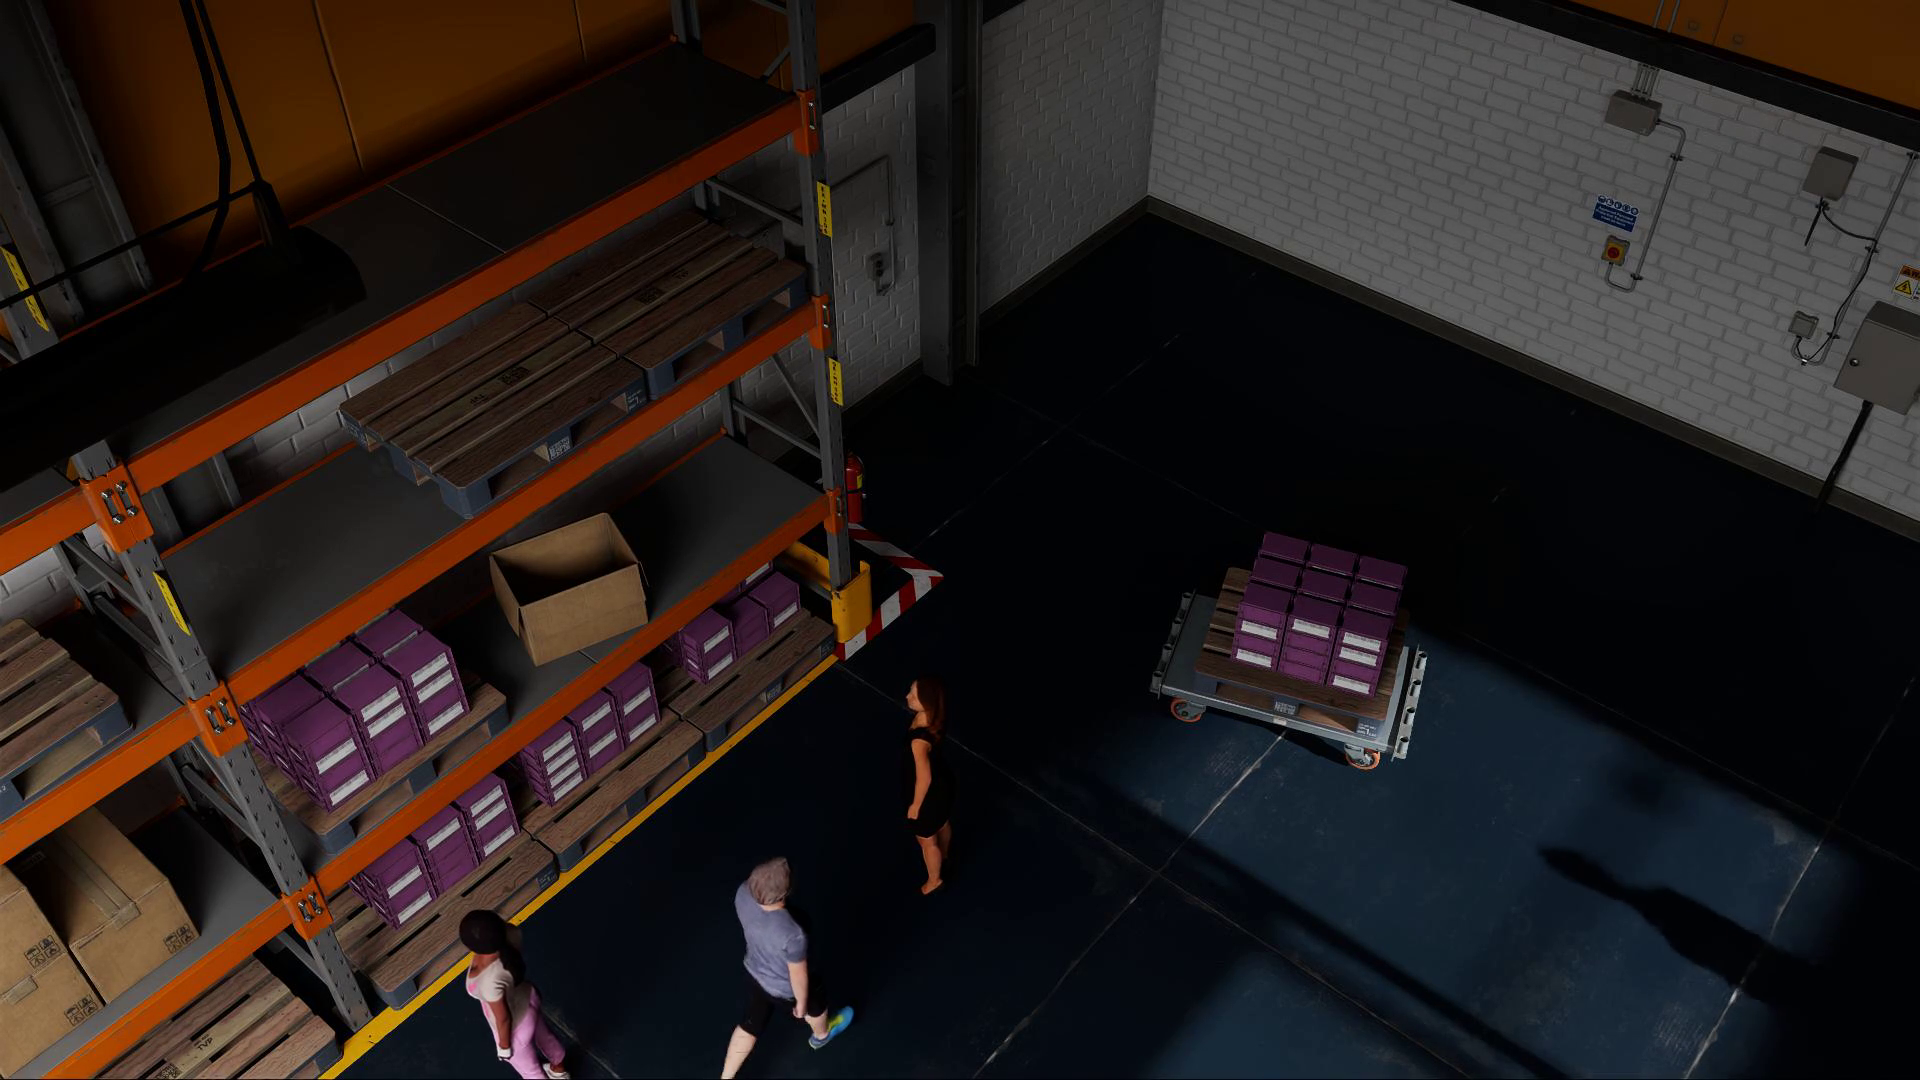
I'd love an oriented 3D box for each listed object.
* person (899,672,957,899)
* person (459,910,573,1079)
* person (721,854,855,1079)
[{"bbox_3d":[-0.183,1.400,9.392,0.713,1.833,0.598,10,45,10],"label":"person"},{"bbox_3d":[-2.245,2.398,8.410,0.716,1.743,0.631,1,44,1],"label":"person"},{"bbox_3d":[-0.982,2.279,8.455,0.647,1.853,1.197,28,50,27],"label":"person"}]
